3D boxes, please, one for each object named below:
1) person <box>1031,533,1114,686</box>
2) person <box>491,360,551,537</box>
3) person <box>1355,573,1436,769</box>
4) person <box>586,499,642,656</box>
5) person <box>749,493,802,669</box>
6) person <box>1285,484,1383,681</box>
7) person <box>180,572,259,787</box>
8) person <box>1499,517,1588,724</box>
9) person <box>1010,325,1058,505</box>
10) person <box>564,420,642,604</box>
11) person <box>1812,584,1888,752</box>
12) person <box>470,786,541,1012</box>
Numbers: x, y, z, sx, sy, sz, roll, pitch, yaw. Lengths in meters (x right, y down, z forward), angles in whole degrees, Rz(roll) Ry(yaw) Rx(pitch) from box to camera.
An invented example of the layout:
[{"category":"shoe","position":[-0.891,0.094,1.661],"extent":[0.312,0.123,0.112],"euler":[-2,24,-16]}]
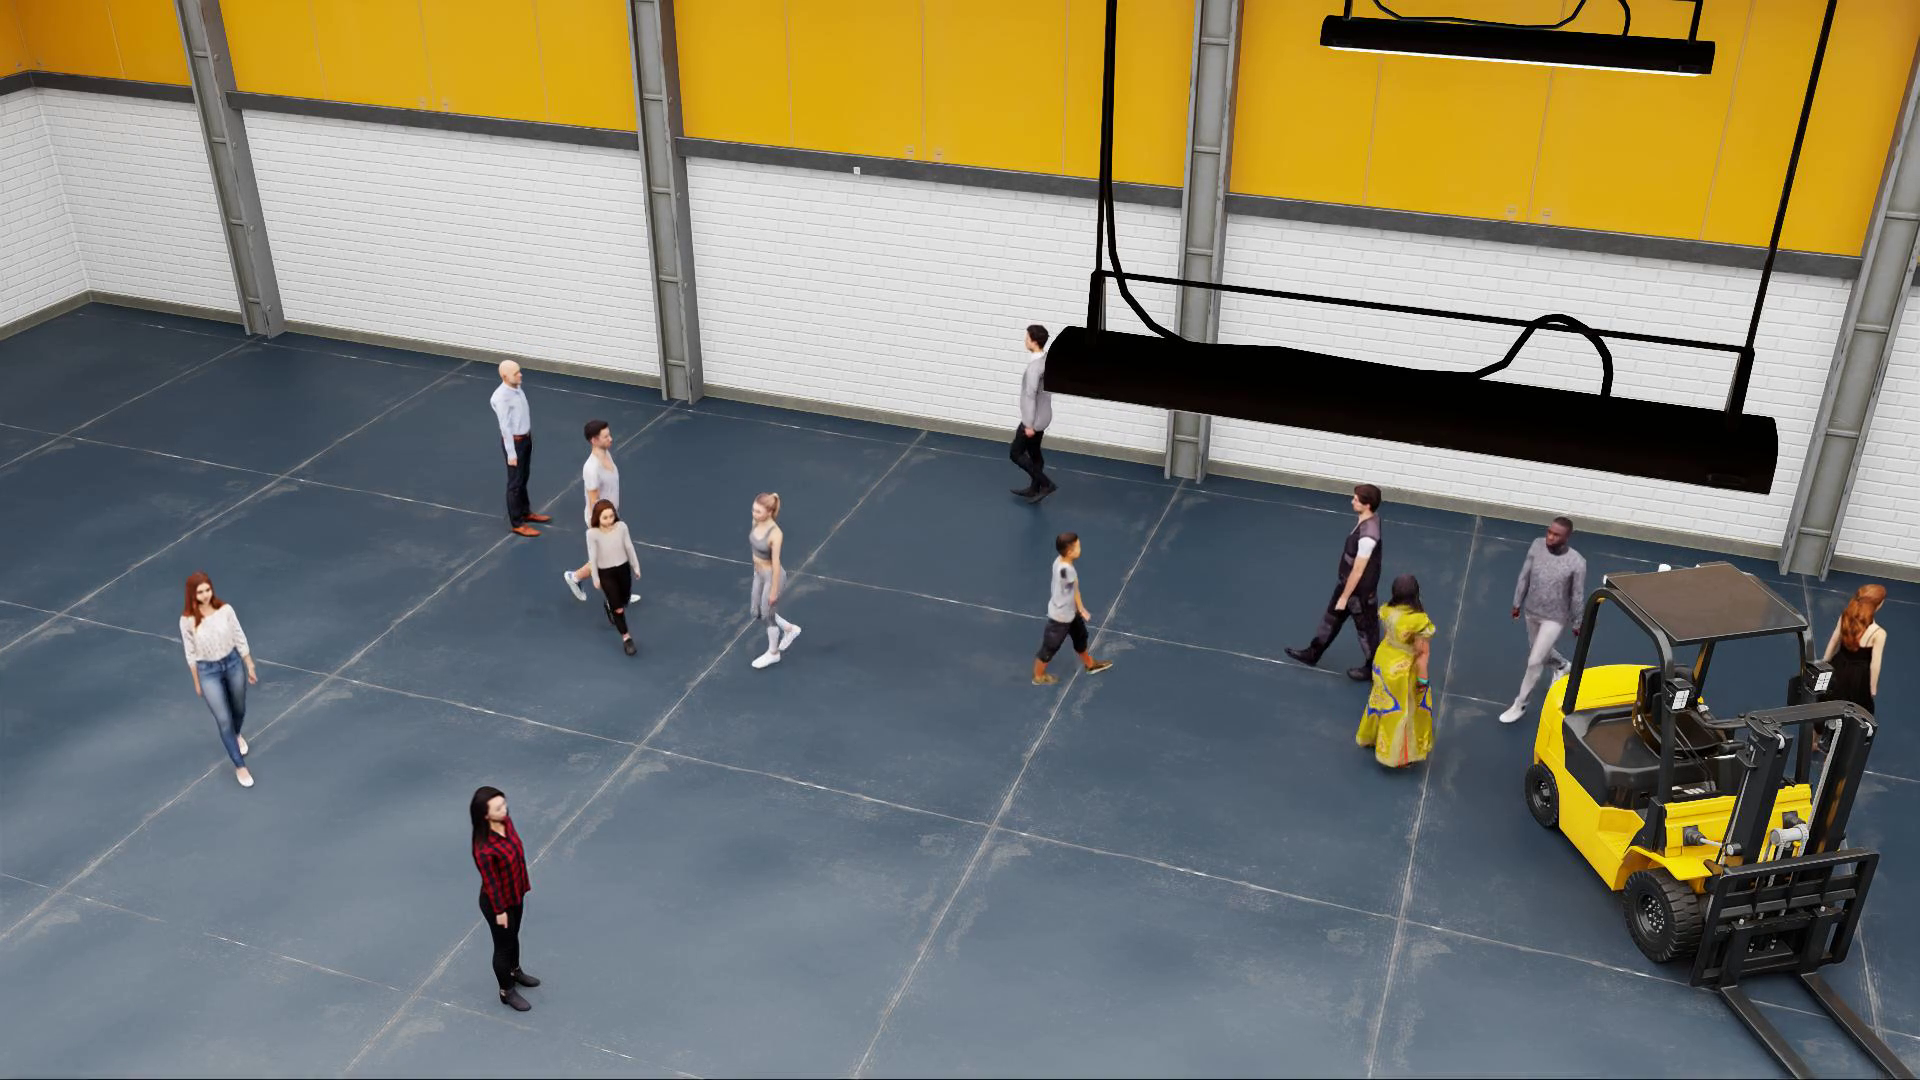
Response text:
[{"category":"person","position":[0.795,0.562,13.886],"extent":[1.038,1.427,0.834],"euler":[-3,29,-5]},{"category":"person","position":[-4.319,-0.924,16.232],"extent":[0.627,1.790,0.690],"euler":[3,29,6]},{"category":"person","position":[3.417,1.011,12.840],"extent":[1.019,1.641,0.974],"euler":[-3,29,-5]},{"category":"person","position":[-3.015,0.255,14.408],"extent":[0.895,1.465,0.998],"euler":[-19,34,-31]},{"category":"person","position":[-1.536,0.319,14.058],"extent":[0.852,1.689,0.807],"euler":[-16,32,-27]},{"category":"person","position":[3.411,0.388,13.793],"extent":[1.126,1.821,0.833],"euler":[4,29,7]},{"category":"person","position":[-5.706,0.987,12.814],"extent":[0.909,1.707,1.056],"euler":[-20,35,-32]},{"category":"person","position":[4.810,0.596,13.442],"extent":[1.183,1.793,1.236],"euler":[-20,34,-32]},{"category":"person","position":[0.829,-1.226,16.660],"extent":[0.743,1.910,0.759],"euler":[8,30,15]},{"category":"person","position":[-3.282,-0.209,14.870],"extent":[0.985,1.837,0.854],"euler":[2,29,3]},{"category":"person","position":[6.794,1.063,12.773],"extent":[0.974,1.612,0.937],"euler":[-10,30,-18]},{"category":"person","position":[-2.915,2.254,10.543],"extent":[0.594,1.658,0.636],"euler":[2,29,4]}]
